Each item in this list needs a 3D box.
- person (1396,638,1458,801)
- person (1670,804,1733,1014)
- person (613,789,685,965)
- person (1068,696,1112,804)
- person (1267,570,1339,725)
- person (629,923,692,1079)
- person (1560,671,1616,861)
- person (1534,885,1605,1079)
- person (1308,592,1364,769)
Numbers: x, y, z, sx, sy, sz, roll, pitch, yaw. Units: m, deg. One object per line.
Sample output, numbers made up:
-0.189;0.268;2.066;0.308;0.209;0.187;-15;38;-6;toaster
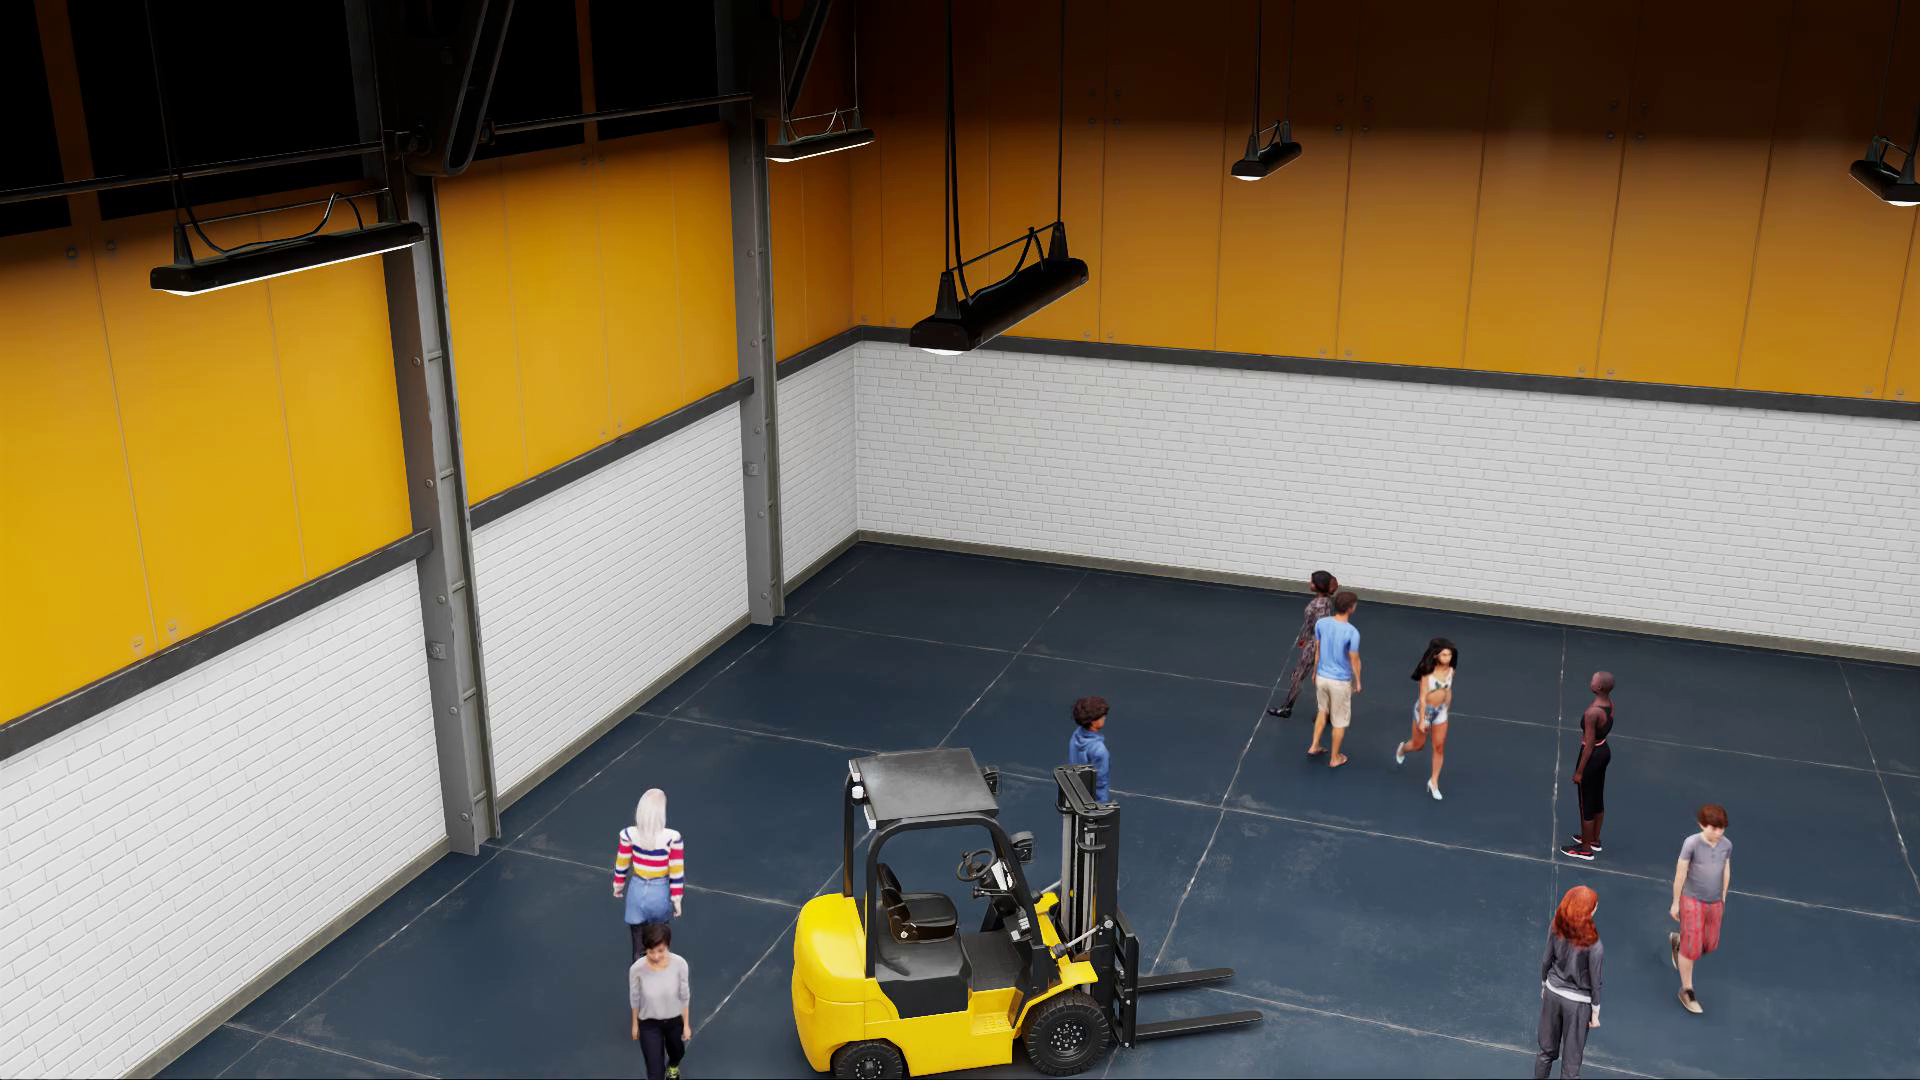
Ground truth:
4.459;1.672;15.944;0.896;1.599;1.003;-6;20;-19;person
5.616;2.741;12.716;0.797;1.634;1.005;-1;19;-2;person
-2.346;2.759;12.464;0.944;1.760;1.231;0;19;1;person
1.087;2.170;14.136;0.804;1.808;0.737;-8;20;-22;person
3.828;1.144;17.365;0.666;1.693;0.883;8;20;23;person
-2.030;3.251;11.381;0.939;1.519;1.096;-5;19;-15;person
5.633;1.983;14.772;0.724;1.758;0.603;17;25;41;person
4.129;3.142;11.296;0.681;1.779;0.655;-12;22;-31;person
3.677;1.393;16.373;0.780;1.853;0.791;14;23;36;person
